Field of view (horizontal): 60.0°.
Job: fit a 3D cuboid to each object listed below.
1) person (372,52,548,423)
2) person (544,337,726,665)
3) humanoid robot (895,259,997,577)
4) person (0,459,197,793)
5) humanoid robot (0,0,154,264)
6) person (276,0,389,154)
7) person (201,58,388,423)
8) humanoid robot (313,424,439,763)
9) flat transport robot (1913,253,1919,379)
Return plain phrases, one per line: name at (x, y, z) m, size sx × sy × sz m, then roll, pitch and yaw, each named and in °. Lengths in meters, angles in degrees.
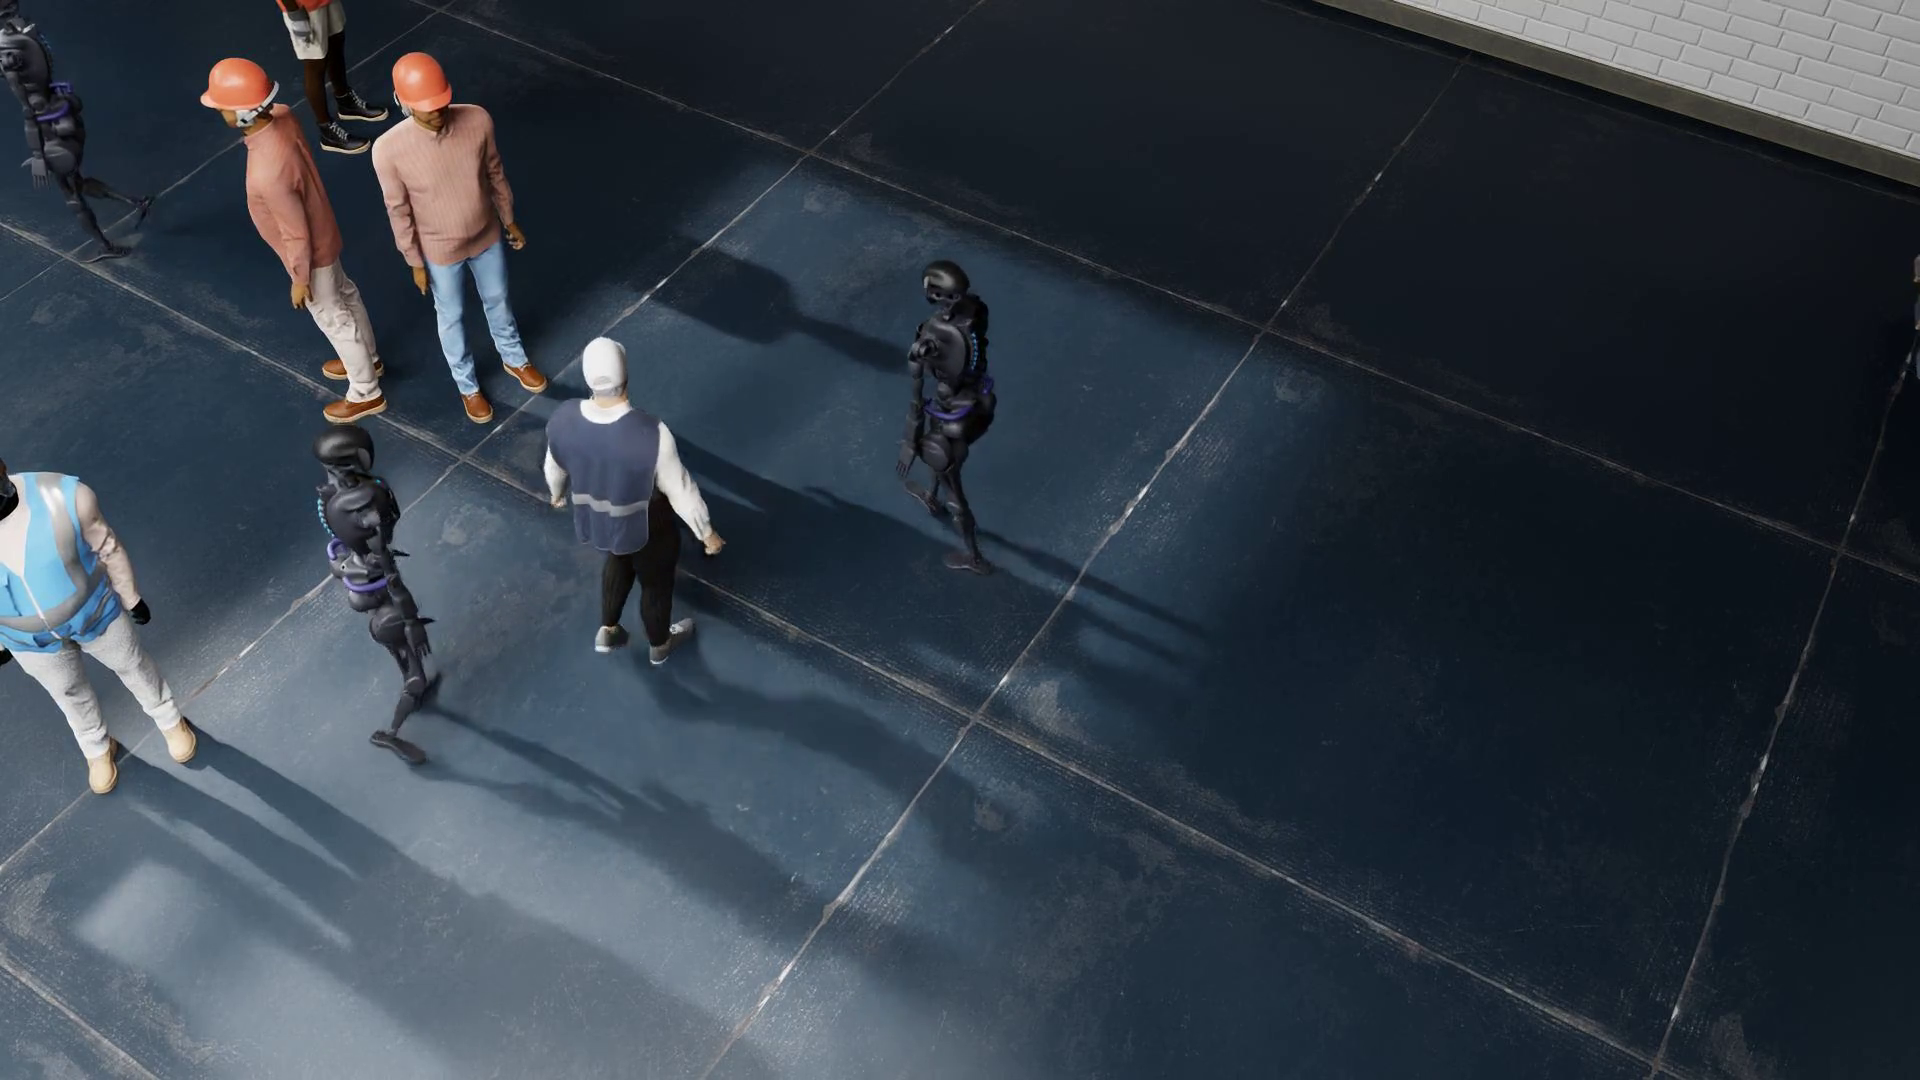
person at (-2.373, -1.437, 7.926) m, size 0.609 × 1.995 × 0.382 m, roll -33°, pitch 56°, yaw -25°
person at (-1.365, -0.113, 6.941) m, size 0.798 × 1.734 × 0.509 m, roll 18°, pitch 51°, yaw 15°
humanoid robot at (-0.070, -0.559, 7.383) m, size 0.693 × 1.635 × 0.590 m, roll 28°, pitch 54°, yaw 22°
person at (-3.512, 0.306, 6.508) m, size 0.618 × 1.839 × 0.431 m, roll -20°, pitch 52°, yaw -17°
humanoid robot at (-4.744, -2.176, 8.787) m, size 0.449 × 1.647 × 0.584 m, roll -11°, pitch 50°, yaw -9°
person at (-3.683, -3.119, 9.427) m, size 0.379 × 1.957 × 0.598 m, roll 5°, pitch 49°, yaw 4°
person at (-3.123, -1.405, 7.898) m, size 0.376 × 1.995 × 0.608 m, roll -9°, pitch 49°, yaw -8°
humanoid robot at (-2.388, 0.214, 6.698) m, size 0.468 × 1.647 × 0.596 m, roll -27°, pitch 54°, yaw -21°
flat transport robot at (5.529, -0.893, 8.596) m, size 0.659 × 0.231 × 1.431 m, roll 15°, pitch 51°, yaw 13°
